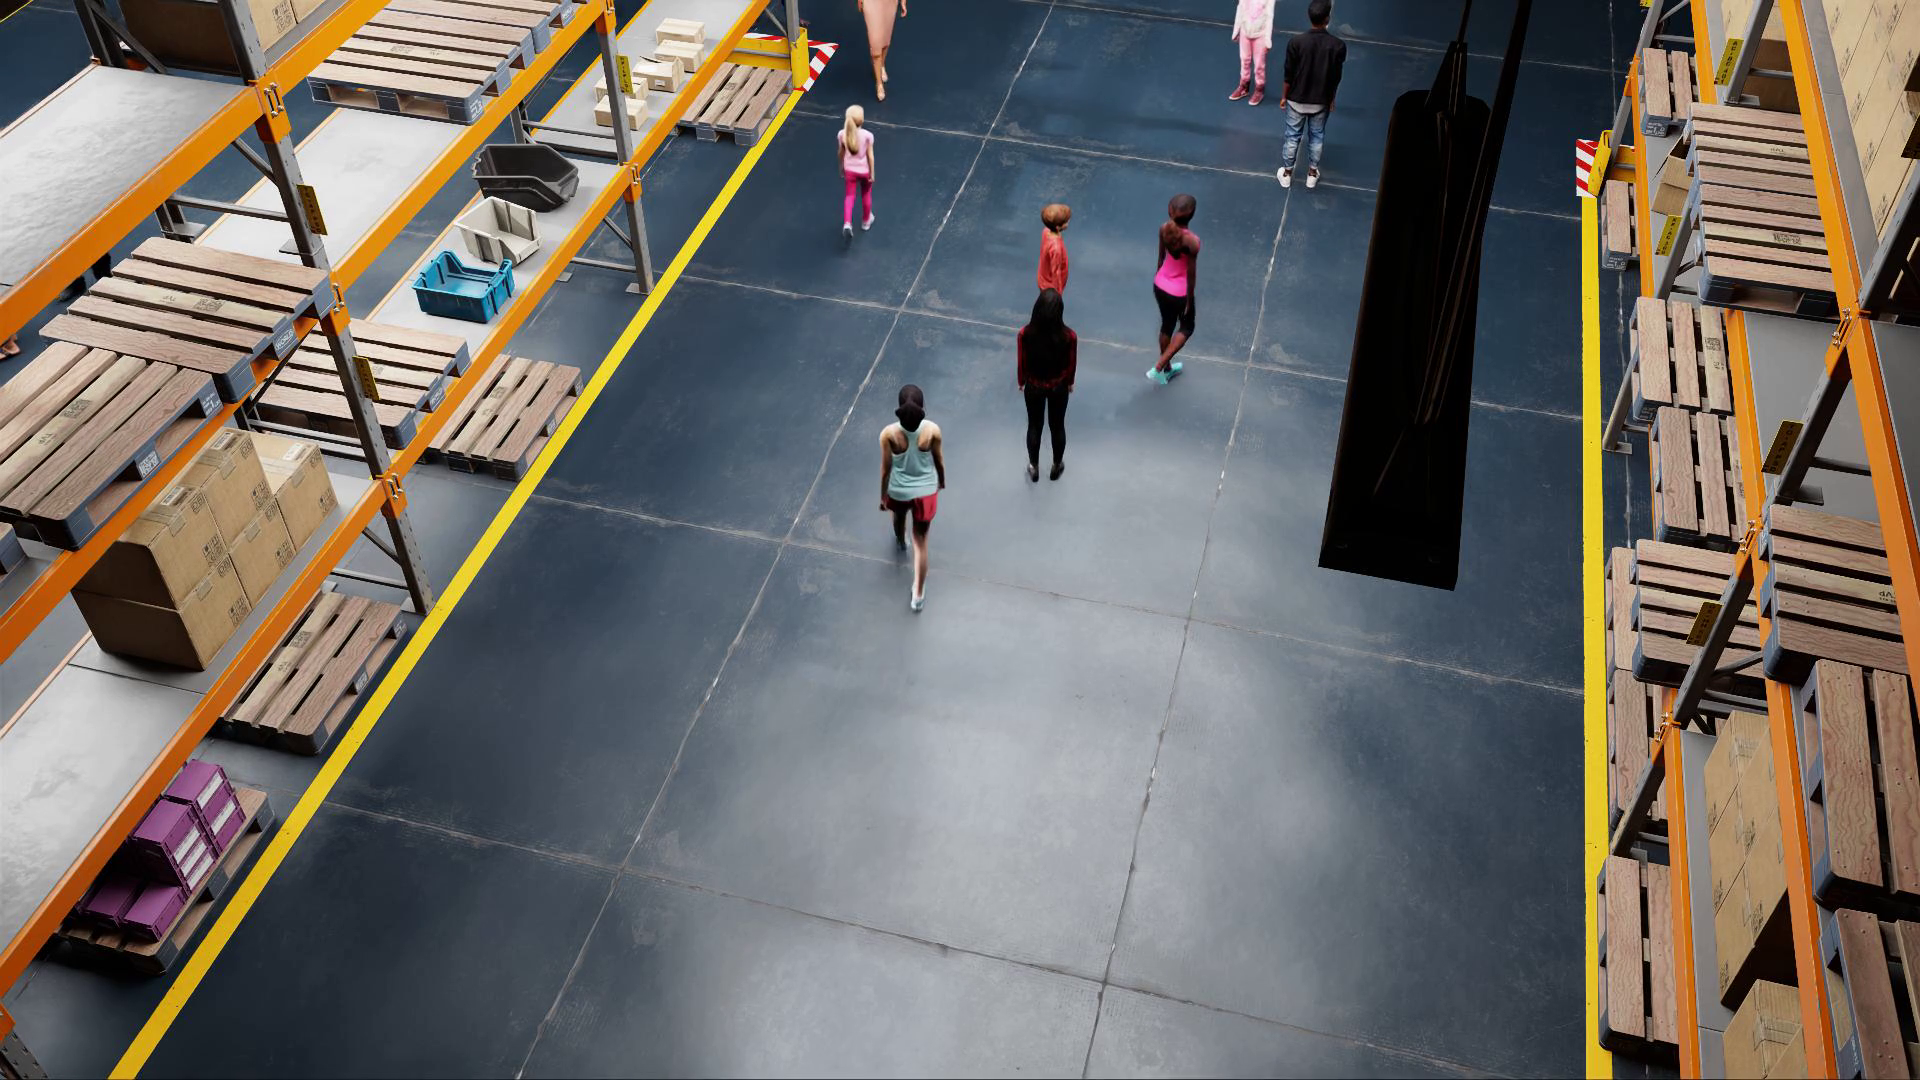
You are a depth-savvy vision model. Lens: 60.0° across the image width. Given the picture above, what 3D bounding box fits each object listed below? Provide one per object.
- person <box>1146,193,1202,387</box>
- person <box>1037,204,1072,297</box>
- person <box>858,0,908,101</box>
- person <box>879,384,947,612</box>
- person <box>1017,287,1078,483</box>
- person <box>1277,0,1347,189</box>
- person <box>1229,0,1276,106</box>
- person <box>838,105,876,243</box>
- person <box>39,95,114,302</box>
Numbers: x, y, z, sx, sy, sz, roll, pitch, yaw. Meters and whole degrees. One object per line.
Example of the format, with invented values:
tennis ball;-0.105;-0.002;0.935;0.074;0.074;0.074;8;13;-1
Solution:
person;1.613;-1.909;13.015;0.841;1.711;0.736;-34;53;-30
person;0.723;-2.092;13.422;0.645;1.415;0.536;-8;44;-9
person;-0.811;-5.397;16.610;0.874;1.803;1.026;-10;45;-11
person;-0.317;-0.252;11.263;0.877;1.729;1.166;-4;44;-4
person;0.639;-1.122;12.229;0.636;1.656;0.597;0;44;0
person;3.195;-4.063;15.205;0.716;1.809;0.634;5;44;5
person;2.939;-5.057;16.511;0.635;1.447;0.624;29;51;27
person;-0.926;-3.244;14.744;0.534;1.259;0.822;7;44;7
person;-7.546;-2.858;13.960;0.727;1.781;0.979;-34;53;-30
